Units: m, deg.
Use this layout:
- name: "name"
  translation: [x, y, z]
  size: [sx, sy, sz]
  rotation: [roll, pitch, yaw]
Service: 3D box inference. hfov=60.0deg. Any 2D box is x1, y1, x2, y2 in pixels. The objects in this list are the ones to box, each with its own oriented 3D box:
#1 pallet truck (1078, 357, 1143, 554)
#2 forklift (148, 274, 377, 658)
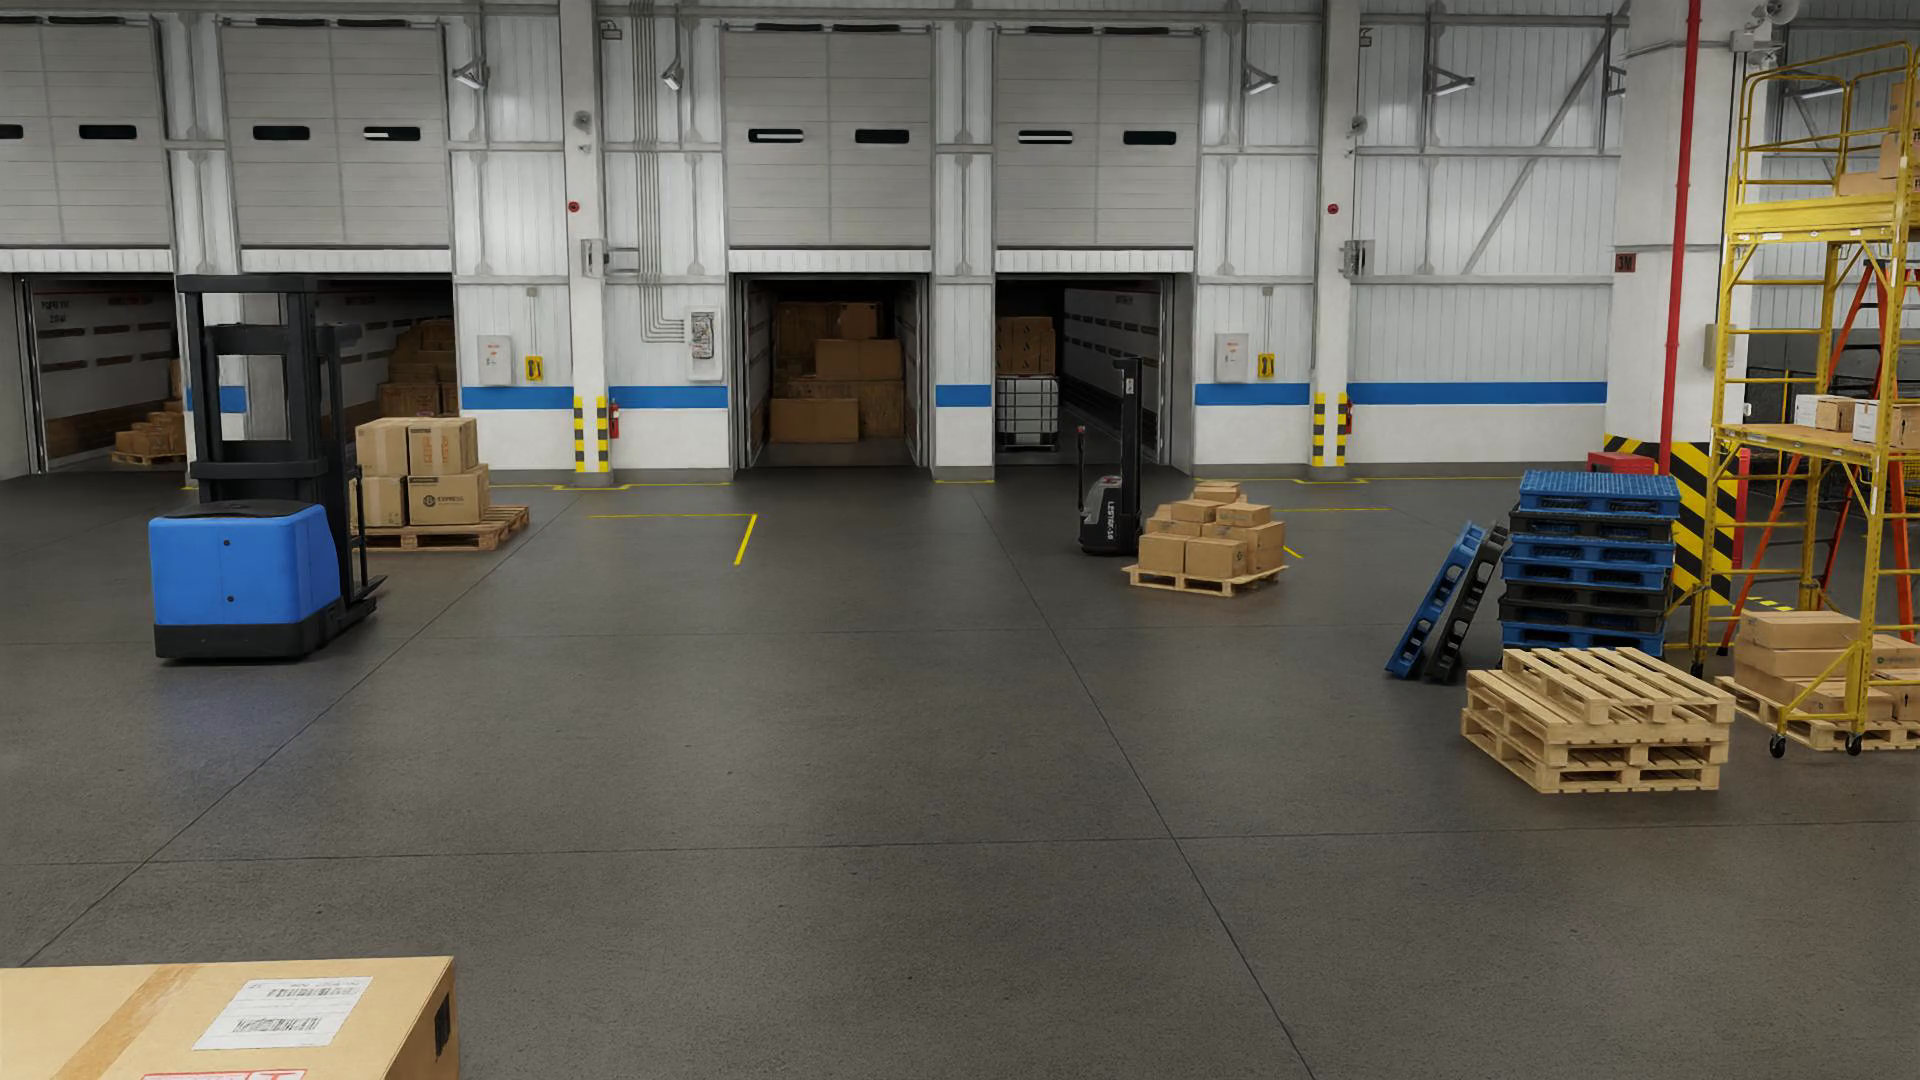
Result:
- name: "pallet truck"
  translation: [2.088, -0.836, 16.757]
  size: [1.885, 1.965, 0.823]
  rotation: [2, 9, 13]
- name: "forklift"
  translation: [-5.348, -0.627, 12.681]
  size: [1.129, 2.768, 1.873]
  rotation: [-1, 9, -4]
